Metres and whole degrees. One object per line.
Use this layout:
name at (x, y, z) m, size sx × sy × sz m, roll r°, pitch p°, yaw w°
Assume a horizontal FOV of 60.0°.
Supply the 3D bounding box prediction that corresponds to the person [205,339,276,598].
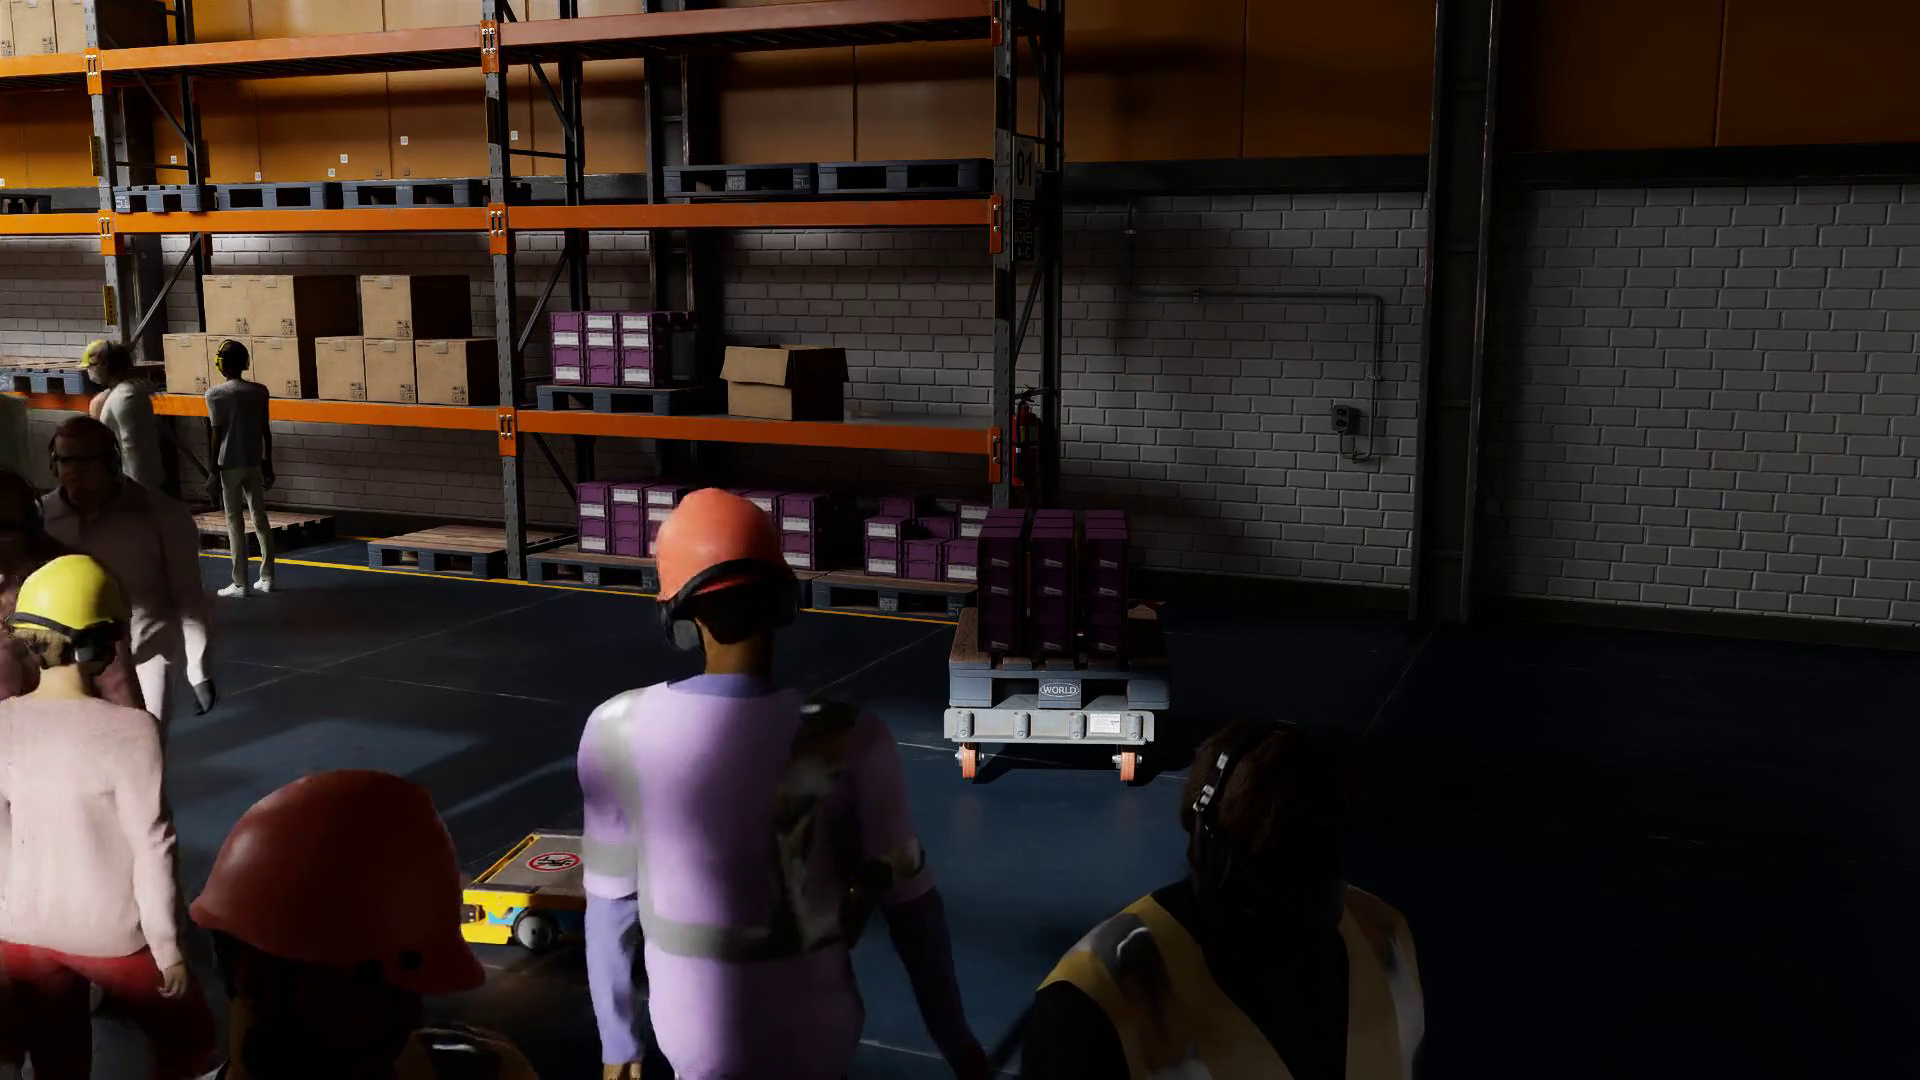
person at (-5.231, -0.516, 12.073) m, size 0.315 × 1.870 × 0.531 m, roll 6°, pitch 11°, yaw 32°

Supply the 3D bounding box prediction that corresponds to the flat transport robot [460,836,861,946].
flat transport robot at (-1.128, 1.283, 6.079) m, size 1.431 × 0.197 × 0.652 m, roll 1°, pitch 10°, yaw 9°

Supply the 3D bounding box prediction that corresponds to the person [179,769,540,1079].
person at (-0.602, 1.195, 1.735) m, size 0.564 × 1.898 × 0.759 m, roll -7°, pitch 12°, yaw -36°

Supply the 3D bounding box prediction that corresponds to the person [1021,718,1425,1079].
person at (0.390, 1.136, 2.270) m, size 0.634 × 1.840 × 0.429 m, roll -6°, pitch 11°, yaw -30°

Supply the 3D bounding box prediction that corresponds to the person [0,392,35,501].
person at (-5.885, -0.253, 10.222) m, size 0.770 × 1.965 × 0.637 m, roll 4°, pitch 10°, yaw 20°

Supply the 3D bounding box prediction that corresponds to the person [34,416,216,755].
person at (-3.067, 0.508, 5.894) m, size 0.682 × 1.876 × 0.796 m, roll -1°, pitch 9°, yaw -4°

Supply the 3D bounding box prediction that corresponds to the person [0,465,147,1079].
person at (-2.815, 0.676, 5.038) m, size 0.660 × 1.846 × 0.990 m, roll 0°, pitch 9°, yaw 1°

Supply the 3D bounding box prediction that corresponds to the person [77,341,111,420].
person at (-5.916, -0.440, 11.571) m, size 1.012 × 1.871 × 0.600 m, roll -1°, pitch 10°, yaw -5°

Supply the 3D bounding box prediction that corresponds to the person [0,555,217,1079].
person at (-2.013, 0.901, 3.911) m, size 0.545 × 1.750 × 0.445 m, roll 2°, pitch 10°, yaw 12°

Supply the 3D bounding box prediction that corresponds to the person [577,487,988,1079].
person at (-0.328, 0.907, 3.115) m, size 0.723 × 2.013 × 0.594 m, roll 4°, pitch 10°, yaw 20°

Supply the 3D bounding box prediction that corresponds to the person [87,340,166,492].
person at (-5.525, -0.345, 10.917) m, size 0.755 × 1.908 × 0.638 m, roll -3°, pitch 10°, yaw -19°
